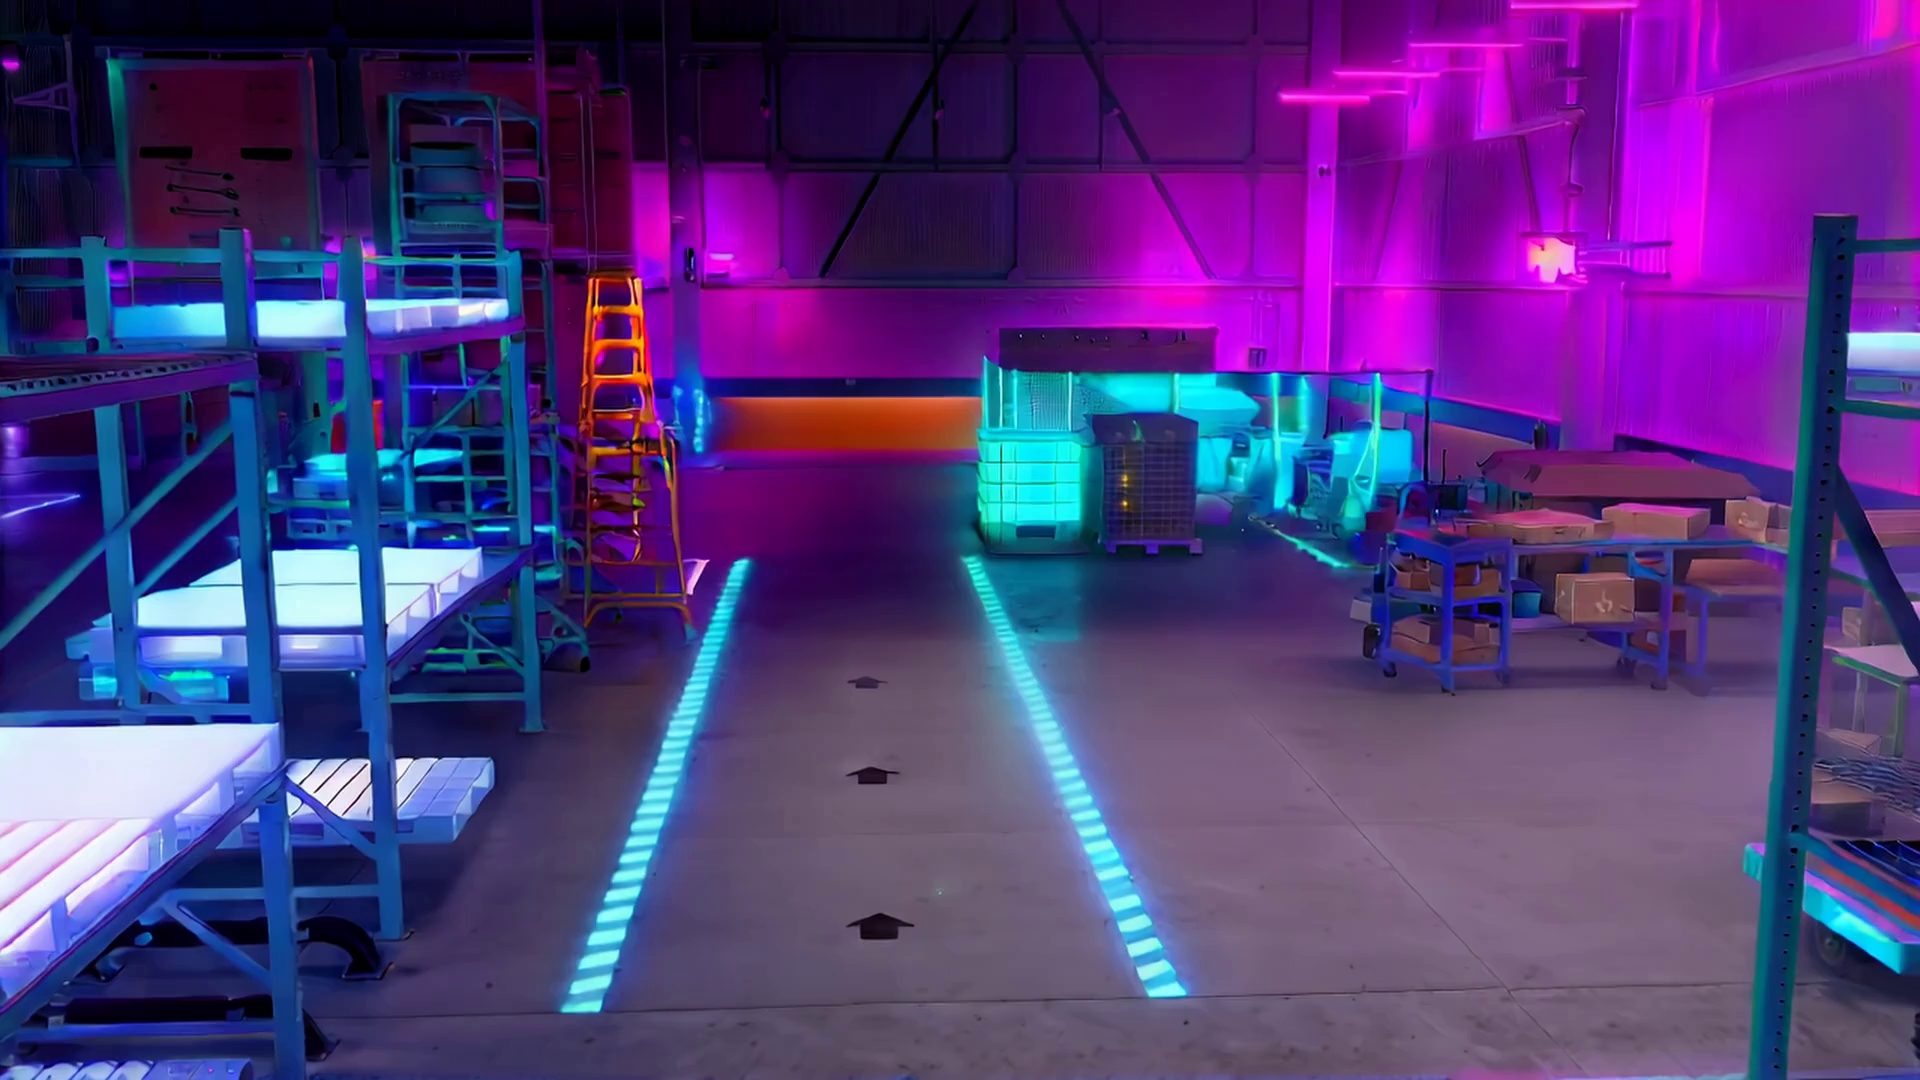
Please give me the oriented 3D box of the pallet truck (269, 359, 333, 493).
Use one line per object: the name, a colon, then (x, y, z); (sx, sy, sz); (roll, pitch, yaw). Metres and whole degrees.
pallet truck: (-7.062, -1.131, 18.996); (1.885, 1.965, 0.823); (2, 9, 13)
